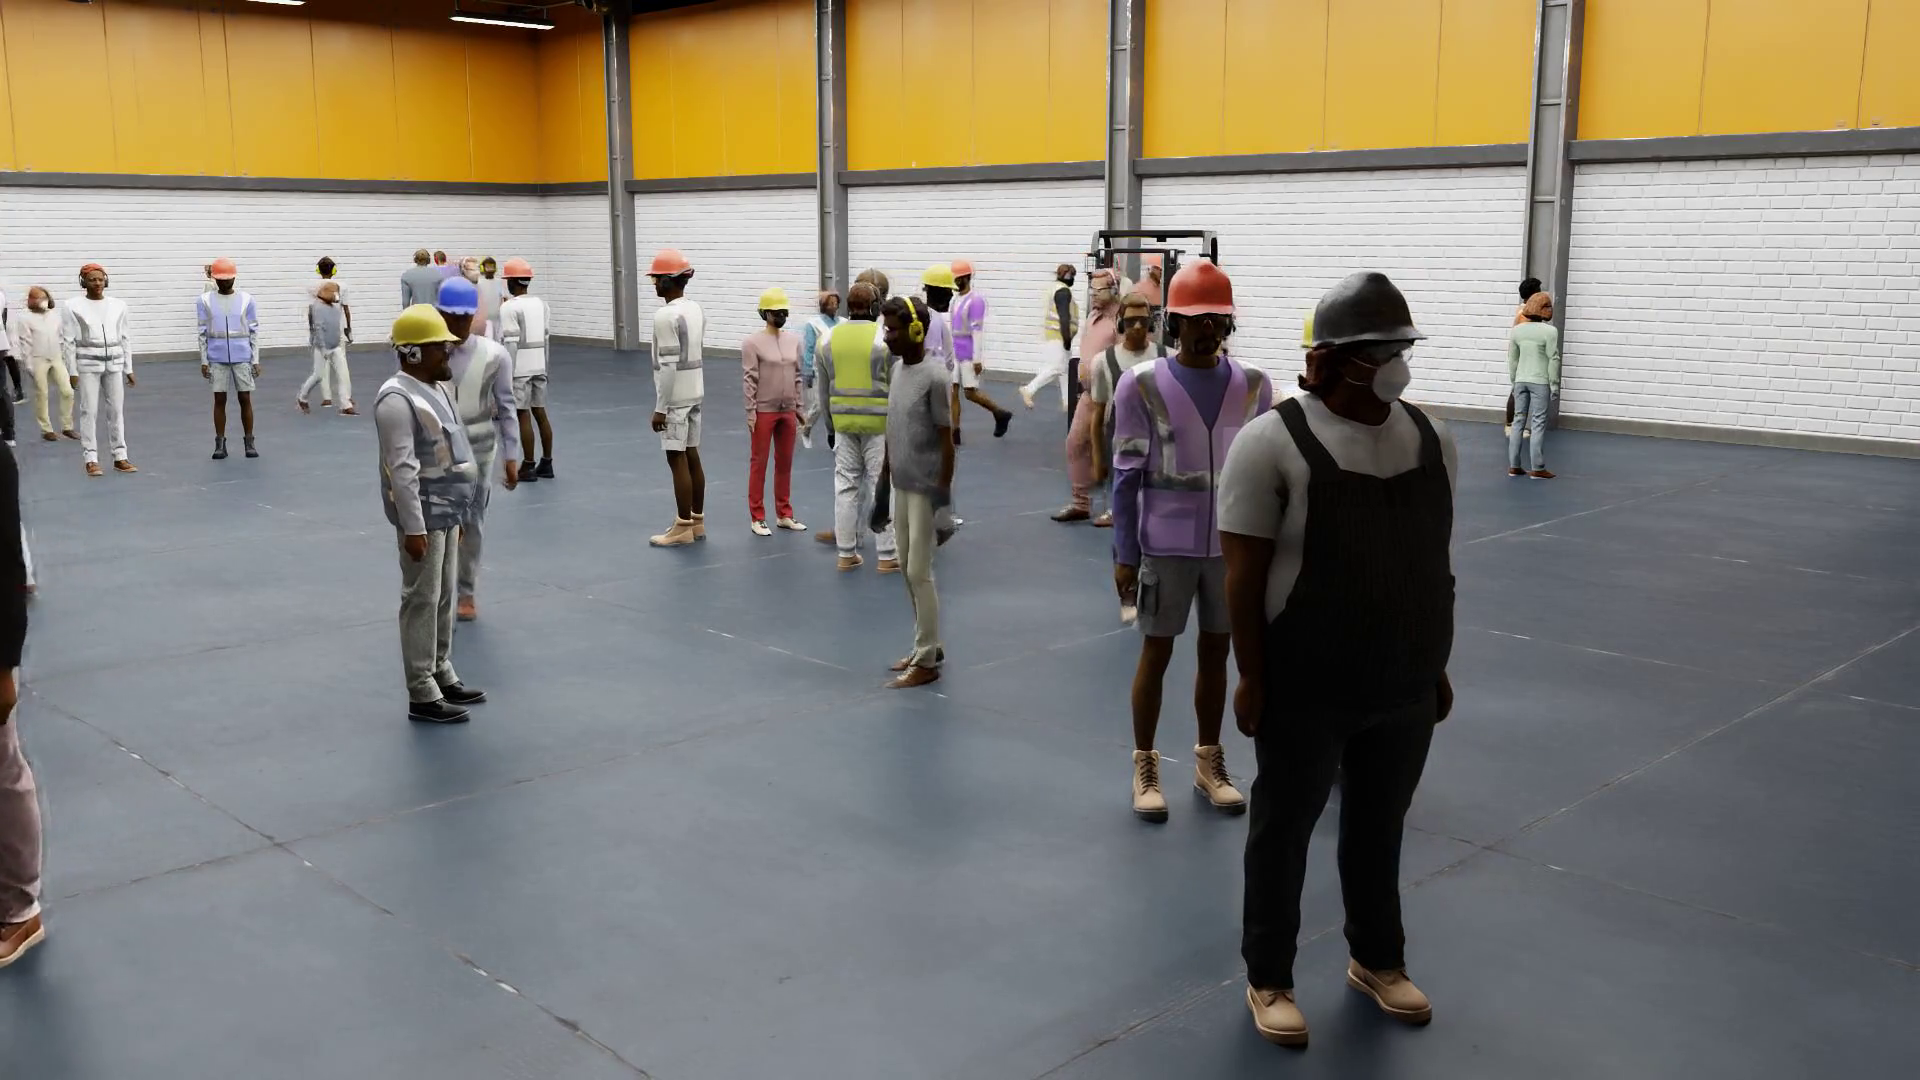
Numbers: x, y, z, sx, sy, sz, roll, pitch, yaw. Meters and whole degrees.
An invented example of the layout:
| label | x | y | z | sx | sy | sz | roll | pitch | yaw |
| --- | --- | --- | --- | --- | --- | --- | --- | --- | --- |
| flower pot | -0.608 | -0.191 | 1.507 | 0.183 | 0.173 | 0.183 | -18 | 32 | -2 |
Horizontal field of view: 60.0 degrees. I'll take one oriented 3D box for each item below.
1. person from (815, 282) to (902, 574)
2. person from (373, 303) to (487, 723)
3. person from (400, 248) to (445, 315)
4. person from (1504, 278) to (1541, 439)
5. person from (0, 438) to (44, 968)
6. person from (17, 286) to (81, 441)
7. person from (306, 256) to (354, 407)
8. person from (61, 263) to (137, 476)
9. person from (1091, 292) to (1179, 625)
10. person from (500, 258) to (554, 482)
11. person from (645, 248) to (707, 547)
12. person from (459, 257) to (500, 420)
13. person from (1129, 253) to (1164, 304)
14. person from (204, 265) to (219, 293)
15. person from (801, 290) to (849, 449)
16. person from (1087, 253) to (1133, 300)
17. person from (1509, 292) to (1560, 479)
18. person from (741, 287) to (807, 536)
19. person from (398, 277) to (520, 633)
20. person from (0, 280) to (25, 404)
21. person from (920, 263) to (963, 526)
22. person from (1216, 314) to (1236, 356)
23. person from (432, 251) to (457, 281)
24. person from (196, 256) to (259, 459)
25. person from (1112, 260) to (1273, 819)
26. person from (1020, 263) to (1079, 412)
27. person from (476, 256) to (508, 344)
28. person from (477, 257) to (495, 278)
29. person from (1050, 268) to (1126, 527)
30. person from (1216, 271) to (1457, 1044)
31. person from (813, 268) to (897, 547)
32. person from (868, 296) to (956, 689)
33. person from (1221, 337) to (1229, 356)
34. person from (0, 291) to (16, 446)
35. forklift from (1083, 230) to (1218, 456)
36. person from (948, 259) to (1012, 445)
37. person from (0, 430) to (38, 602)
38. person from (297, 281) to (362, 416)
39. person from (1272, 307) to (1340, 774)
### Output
| label | x | y | z | sx | sy | sz | roll | pitch | yaw |
| --- | --- | --- | --- | --- | --- | --- | --- | --- | --- |
| person | -0.590 | -0.704 | 10.533 | 0.626 | 1.842 | 0.429 | 4 | 11 | 23 |
| person | -2.334 | -0.120 | 7.356 | 0.404 | 1.836 | 0.590 | 0 | 10 | -1 |
| person | -7.814 | -3.280 | 24.306 | 0.627 | 1.940 | 0.375 | -2 | 11 | -12 |
| person | 5.939 | -1.914 | 17.543 | 0.320 | 1.689 | 0.525 | 3 | 11 | 17 |
| person | -2.900 | 0.332 | 4.532 | 0.647 | 1.960 | 0.905 | 1 | 10 | 5 |
| person | -9.370 | -1.804 | 17.143 | 0.561 | 1.607 | 0.516 | 6 | 12 | 30 |
| person | -7.865 | -2.591 | 20.769 | 0.514 | 1.861 | 0.327 | -4 | 11 | -18 |
| person | -7.683 | -1.521 | 14.873 | 0.355 | 1.882 | 0.575 | 9 | 14 | 40 |
| person | 0.984 | -0.476 | 9.350 | 0.533 | 1.831 | 0.716 | -1 | 10 | -3 |
| person | -3.800 | -1.475 | 14.467 | 0.376 | 1.935 | 0.550 | 5 | 12 | 26 |
| person | -1.955 | -0.969 | 11.420 | 0.371 | 2.044 | 0.608 | 2 | 11 | 12 |
| person | -5.513 | -2.270 | 18.976 | 0.913 | 1.866 | 0.671 | 3 | 11 | 14 |
| person | 2.076 | -2.133 | 17.954 | 0.659 | 1.970 | 0.439 | -6 | 12 | -30 |
| person | -12.576 | -3.826 | 28.103 | 0.305 | 1.639 | 0.522 | 0 | 10 | -1 |
| person | -1.312 | -1.623 | 16.164 | 0.522 | 1.616 | 0.690 | -7 | 12 | -33 |
| person | 1.824 | -2.506 | 20.021 | 0.650 | 1.963 | 0.577 | -3 | 11 | -16 |
| person | 5.057 | -1.357 | 14.654 | 0.279 | 1.634 | 0.498 | -7 | 12 | -33 |
| person | -1.322 | -0.920 | 11.910 | 0.523 | 1.769 | 0.309 | -10 | 14 | -44 |
| person | -2.680 | -0.445 | 8.940 | 0.633 | 1.898 | 0.933 | -4 | 11 | -22 |
| person | -12.122 | -2.614 | 20.718 | 0.633 | 1.910 | 0.984 | 2 | 11 | 11 |
| person | -0.179 | -1.071 | 12.301 | 0.368 | 1.926 | 0.587 | -2 | 11 | -10 |
| person | 1.785 | -0.938 | 12.470 | 0.790 | 1.596 | 0.565 | 1 | 10 | 5 |
| person | -9.598 | -4.442 | 30.906 | 0.389 | 1.843 | 0.566 | 10 | 14 | 44 |
| person | -6.995 | -1.740 | 15.937 | 0.542 | 1.931 | 0.366 | -4 | 11 | -21 |
| person | 0.861 | 0.011 | 6.080 | 0.616 | 2.041 | 0.378 | -3 | 11 | -14 |
| person | 1.123 | -2.436 | 20.087 | 0.763 | 1.803 | 0.702 | 0 | 10 | -3 |
| person | -6.827 | -3.216 | 24.258 | 0.527 | 1.838 | 0.881 | -6 | 12 | -28 |
| person | -8.327 | -4.106 | 29.362 | 0.473 | 1.766 | 0.551 | 6 | 12 | 28 |
| person | 0.963 | -1.018 | 12.094 | 0.673 | 1.887 | 0.674 | -5 | 12 | -26 |
| person | 1.048 | 0.318 | 4.412 | 0.688 | 2.000 | 0.538 | -4 | 11 | -19 |
| person | -0.622 | -0.858 | 11.173 | 0.895 | 1.900 | 0.648 | -3 | 11 | -15 |
| person | -0.199 | -0.218 | 7.921 | 0.536 | 1.864 | 0.551 | -6 | 12 | -29 |
| person | 2.745 | -2.142 | 18.360 | 0.625 | 1.854 | 0.803 | -2 | 11 | -13 |
| person | -9.731 | -1.861 | 16.623 | 0.390 | 1.920 | 0.587 | 0 | 10 | 2 |
| forklift | 1.804 | -1.825 | 15.677 | 1.214 | 2.155 | 2.313 | 2 | 11 | 13 |
| person | 0.126 | -1.899 | 16.897 | 0.772 | 1.906 | 0.549 | -6 | 12 | -29 |
| person | -5.825 | -0.540 | 9.460 | 0.946 | 1.896 | 0.653 | -4 | 11 | -19 |
| person | -7.548 | -2.277 | 19.763 | 0.825 | 1.595 | 0.505 | 4 | 11 | 21 |
| person | 1.501 | -0.018 | 6.746 | 0.585 | 1.884 | 0.978 | -2 | 11 | -12 |
